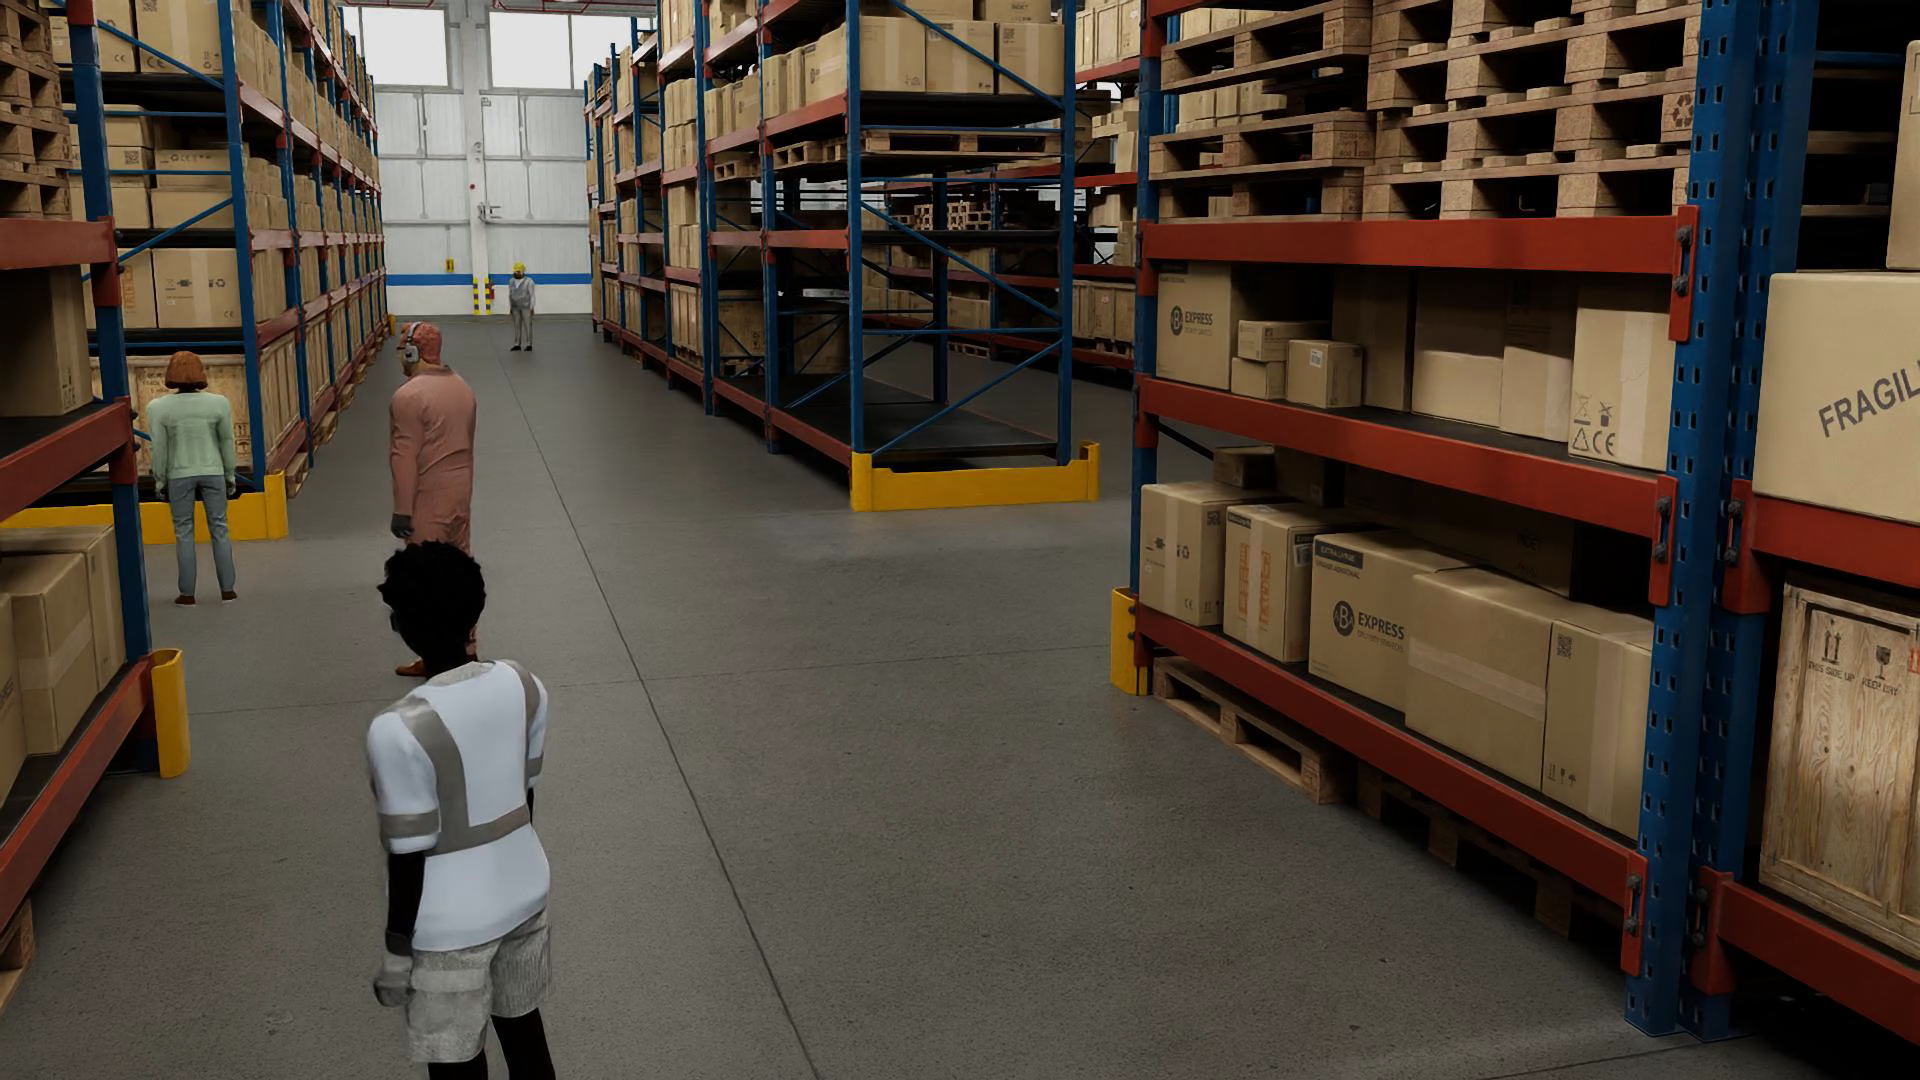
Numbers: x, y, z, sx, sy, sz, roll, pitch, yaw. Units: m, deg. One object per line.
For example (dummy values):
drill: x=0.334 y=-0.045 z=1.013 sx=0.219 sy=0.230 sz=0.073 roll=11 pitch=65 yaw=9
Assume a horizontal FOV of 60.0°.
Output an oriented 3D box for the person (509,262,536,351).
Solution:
person: x=-9.047 y=-4.806 z=34.308 sx=0.591 sy=1.828 sz=0.404 roll=3 pitch=11 yaw=18

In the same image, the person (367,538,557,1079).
person: x=-1.109 y=0.837 z=3.725 sx=0.322 sy=1.697 sz=0.531 roll=4 pitch=11 yaw=21

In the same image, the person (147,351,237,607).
person: x=-4.877 y=-0.386 z=10.605 sx=0.500 sy=1.633 sz=0.280 roll=-7 pitch=12 yaw=-32

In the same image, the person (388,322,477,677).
person: x=-2.857 y=-0.219 z=8.972 sx=0.400 sy=1.902 sz=0.641 roll=3 pitch=11 yaw=14

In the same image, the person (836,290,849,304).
person: x=-2.360 y=-4.864 z=34.381 sx=0.683 sy=1.903 sz=0.781 roll=-8 pitch=13 yaw=-38
